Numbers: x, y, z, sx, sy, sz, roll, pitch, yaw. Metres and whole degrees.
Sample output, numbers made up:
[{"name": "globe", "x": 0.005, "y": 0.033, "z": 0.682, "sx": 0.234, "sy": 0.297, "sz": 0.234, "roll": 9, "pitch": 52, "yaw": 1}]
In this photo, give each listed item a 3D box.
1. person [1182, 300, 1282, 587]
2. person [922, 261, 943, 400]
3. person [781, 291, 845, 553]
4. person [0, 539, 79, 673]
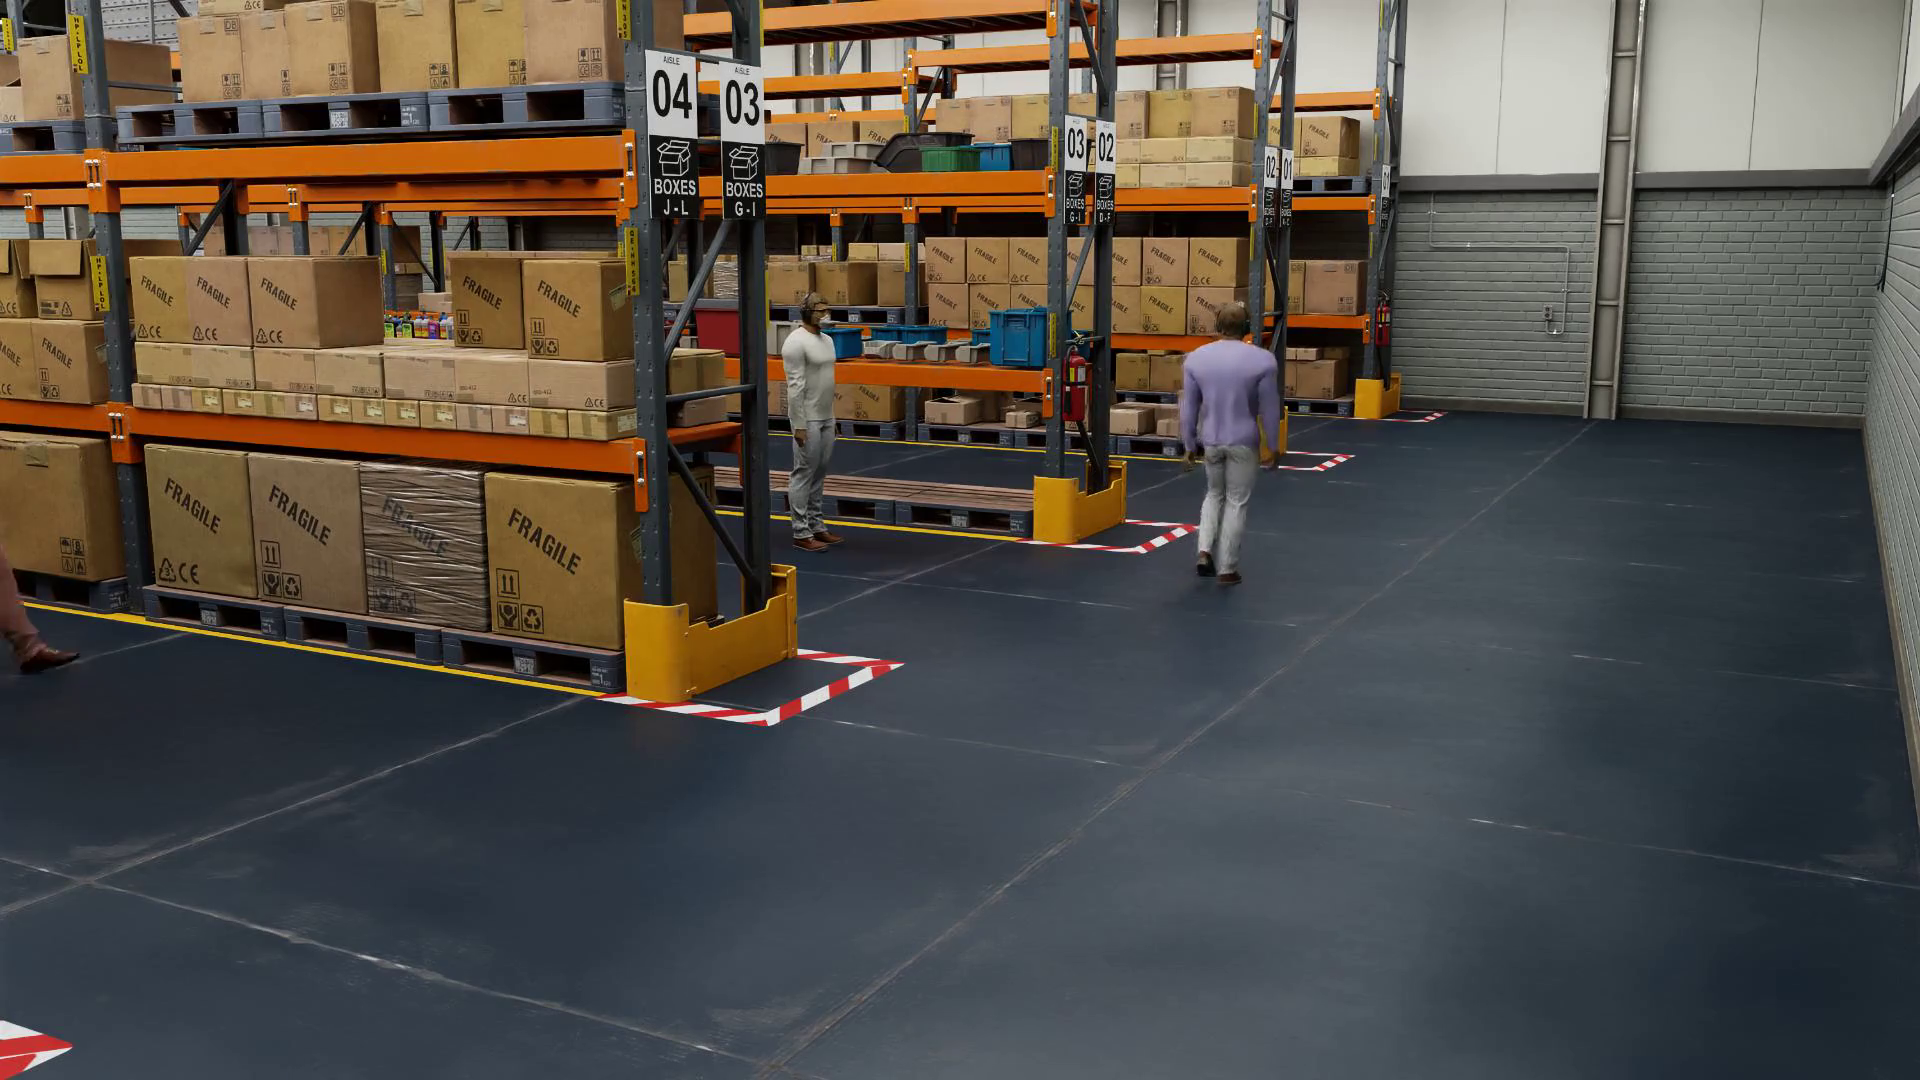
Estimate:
[{"name": "person", "x": 1.831, "y": -0.638, "z": 11.152, "sx": 0.634, "sy": 1.924, "sz": 0.439, "roll": 6, "pitch": 12, "yaw": 31}, {"name": "person", "x": -0.375, "y": -2.417, "z": 20.536, "sx": 0.381, "sy": 2.039, "sz": 0.606, "roll": 4, "pitch": 11, "yaw": 23}, {"name": "person", "x": -1.093, "y": -0.887, "z": 12.458, "sx": 0.372, "sy": 1.940, "sz": 0.631, "roll": 4, "pitch": 11, "yaw": 20}, {"name": "person", "x": -5.144, "y": -0.154, "z": 8.659, "sx": 0.903, "sy": 1.864, "sz": 0.659, "roll": -1, "pitch": 10, "yaw": -3}]
